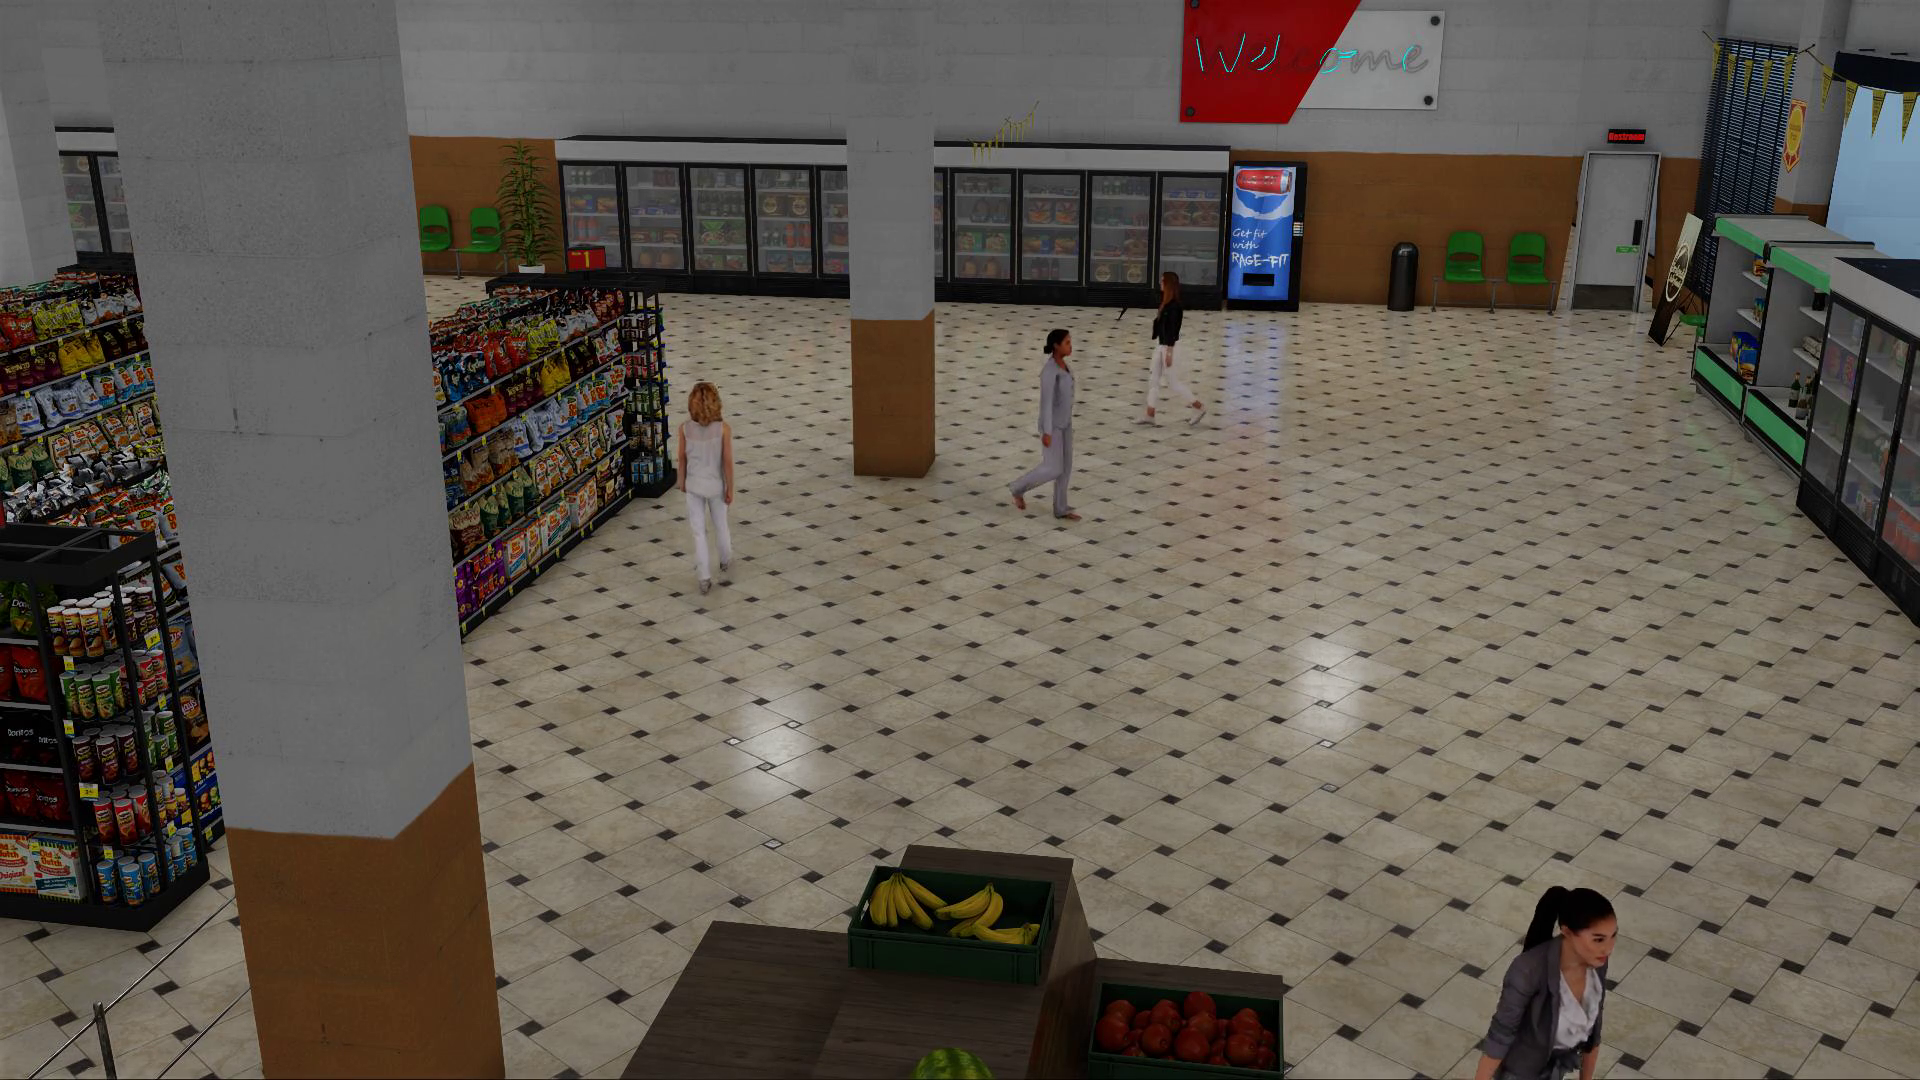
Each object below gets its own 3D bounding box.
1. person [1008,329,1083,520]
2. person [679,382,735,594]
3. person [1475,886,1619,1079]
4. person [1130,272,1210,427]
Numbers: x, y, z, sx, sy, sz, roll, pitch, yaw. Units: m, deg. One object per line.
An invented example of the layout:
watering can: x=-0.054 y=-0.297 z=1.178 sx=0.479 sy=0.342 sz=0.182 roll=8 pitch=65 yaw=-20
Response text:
person: x=0.779 y=-1.030 z=14.856 sx=0.830 sy=1.722 sz=0.913 roll=8 pitch=20 yaw=23
person: x=-2.018 y=-0.385 z=13.078 sx=0.733 sy=1.636 sz=1.020 roll=-1 pitch=19 yaw=-2
person: x=2.042 y=1.970 z=6.139 sx=1.114 sy=1.606 sz=1.196 roll=-11 pitch=21 yaw=-28
person: x=2.312 y=-2.018 z=17.860 sx=0.851 sy=1.674 sz=1.070 roll=-2 pitch=19 yaw=-5
